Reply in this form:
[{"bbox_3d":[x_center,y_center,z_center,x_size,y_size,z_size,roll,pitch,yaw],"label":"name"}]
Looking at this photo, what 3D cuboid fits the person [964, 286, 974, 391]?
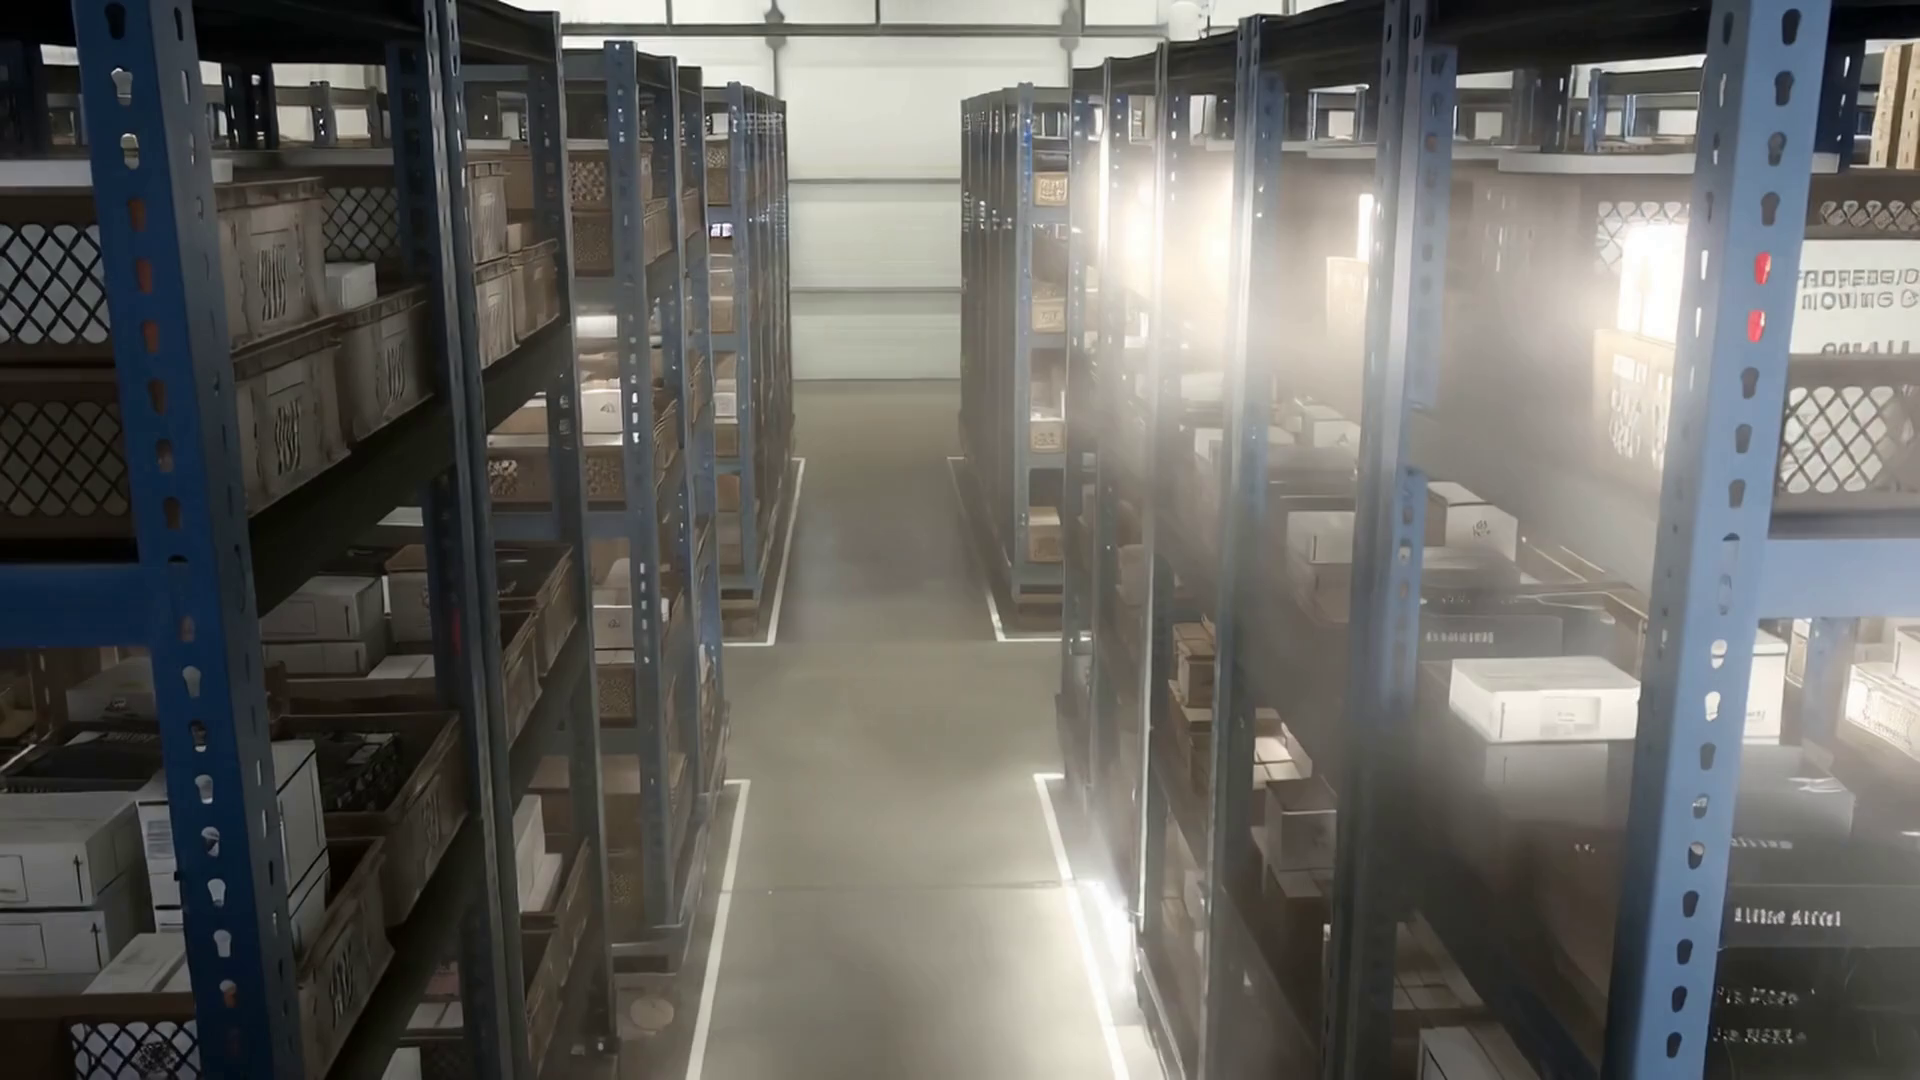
[{"bbox_3d":[0.222,-2.001,18.114,0.423,1.818,0.597,-3,14,-13],"label":"person"}]
